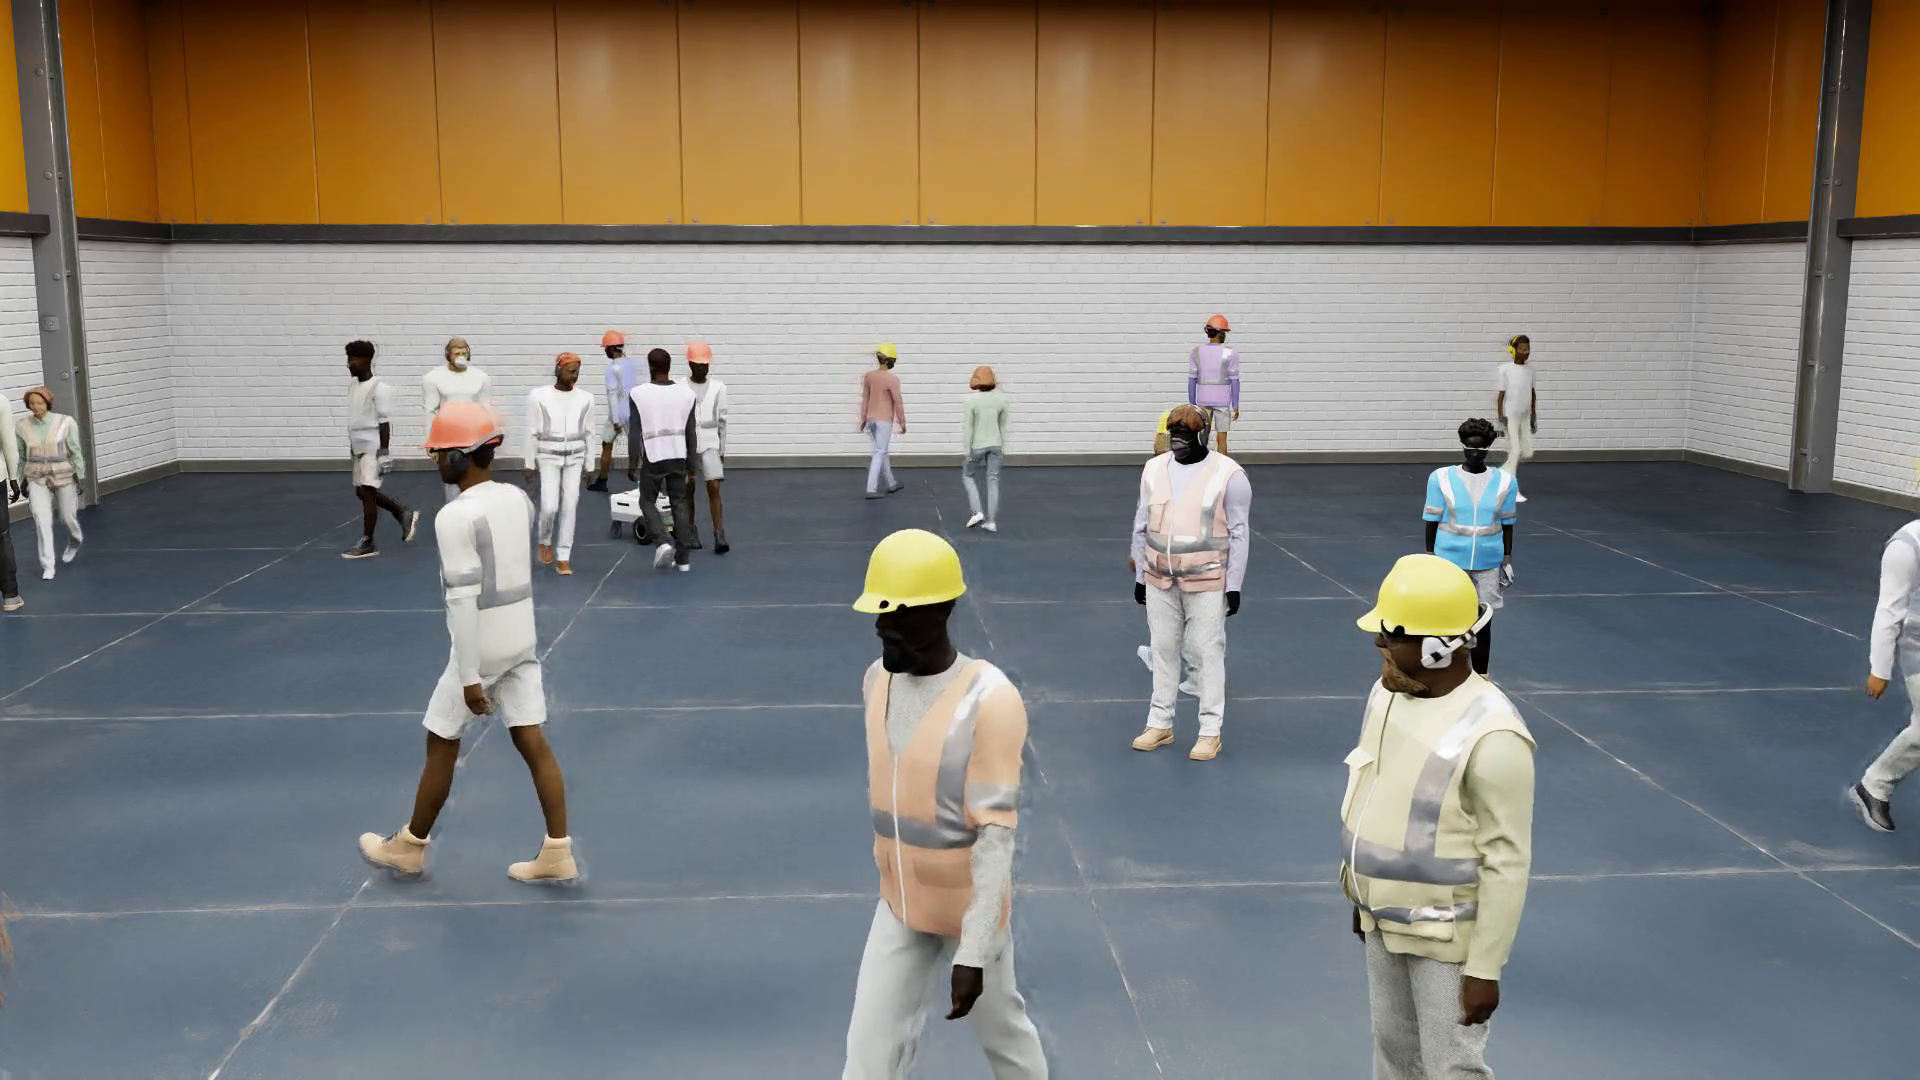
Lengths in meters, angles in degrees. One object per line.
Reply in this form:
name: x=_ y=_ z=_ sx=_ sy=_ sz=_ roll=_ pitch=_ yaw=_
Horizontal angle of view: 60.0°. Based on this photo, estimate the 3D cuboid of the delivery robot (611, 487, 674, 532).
delivery robot: x=-2.969 y=-0.314 z=15.685 sx=0.707 sy=0.478 sz=0.477 roll=8 pitch=12 yaw=39

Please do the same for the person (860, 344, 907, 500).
person: x=-0.794 y=-1.337 z=18.707 sx=0.538 sy=1.725 sz=0.826 roll=8 pitch=12 yaw=43

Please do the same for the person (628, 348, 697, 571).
person: x=-2.491 y=-0.664 z=14.031 sx=0.599 sy=1.891 sz=0.485 roll=-5 pitch=10 yaw=-29

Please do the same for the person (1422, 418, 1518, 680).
person: x=2.930 y=0.137 z=9.589 sx=0.531 sy=1.692 sz=0.320 roll=1 pitch=9 yaw=6

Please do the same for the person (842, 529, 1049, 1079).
person: x=-0.085 y=0.904 z=4.186 sx=0.988 sy=1.871 sz=0.611 roll=-9 pitch=12 yaw=-43

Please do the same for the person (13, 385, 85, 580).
person: x=-7.583 y=-0.509 z=13.909 sx=0.532 sy=1.603 sz=0.704 roll=-3 pitch=9 yaw=-17

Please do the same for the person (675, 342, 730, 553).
person: x=-2.334 y=-0.817 z=14.921 sx=0.562 sy=1.892 sz=0.930 roll=-3 pitch=9 yaw=-17

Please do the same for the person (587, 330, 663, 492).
person: x=-3.848 y=-1.457 z=19.040 sx=1.022 sy=1.889 sz=0.541 roll=6 pitch=11 yaw=31

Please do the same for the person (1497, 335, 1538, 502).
person: x=6.163 y=-1.355 z=18.464 sx=0.540 sy=1.851 sz=0.535 roll=-4 pitch=10 yaw=-22

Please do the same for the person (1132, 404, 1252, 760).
person: x=1.174 y=0.214 z=8.637 sx=0.636 sy=1.842 sz=0.429 roll=6 pitch=11 yaw=34

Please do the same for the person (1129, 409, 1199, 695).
person: x=1.286 y=0.051 z=10.107 sx=0.502 sy=1.684 sz=0.915 roll=-4 pitch=10 yaw=-23

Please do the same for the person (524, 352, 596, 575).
person: x=-3.356 y=-0.643 z=13.942 sx=0.616 sy=1.865 sz=0.482 roll=-5 pitch=10 yaw=-28

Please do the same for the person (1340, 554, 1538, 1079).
person: x=1.151 y=0.937 z=4.142 sx=0.404 sy=1.828 sz=0.592 roll=-3 pitch=9 yaw=-16

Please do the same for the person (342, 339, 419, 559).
person: x=-5.209 y=-0.825 z=14.875 sx=0.607 sy=1.942 sz=0.753 roll=8 pitch=12 yaw=41

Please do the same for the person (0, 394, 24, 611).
person: x=-7.294 y=-0.446 z=12.300 sx=0.611 sy=1.996 sz=0.378 roll=-5 pitch=10 yaw=-30

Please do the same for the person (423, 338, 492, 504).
person: x=-4.701 y=-0.937 z=15.648 sx=0.651 sy=1.899 sz=0.909 roll=-4 pitch=10 yaw=-24

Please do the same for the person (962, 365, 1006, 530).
person: x=0.233 y=-0.896 z=16.305 sx=0.500 sy=1.622 sz=0.378 roll=-4 pitch=10 yaw=-25

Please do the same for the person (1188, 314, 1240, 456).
person: x=2.988 y=-1.617 z=19.509 sx=0.614 sy=2.039 sz=0.383 roll=5 pitch=10 yaw=27

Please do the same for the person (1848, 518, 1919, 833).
person: x=4.176 y=0.482 z=7.138 sx=0.588 sy=1.794 sz=0.892 roll=-3 pitch=10 yaw=-18

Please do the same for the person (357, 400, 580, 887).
person: x=-2.020 y=0.431 z=6.803 sx=1.024 sy=1.991 sz=0.628 roll=3 pitch=10 yaw=19
